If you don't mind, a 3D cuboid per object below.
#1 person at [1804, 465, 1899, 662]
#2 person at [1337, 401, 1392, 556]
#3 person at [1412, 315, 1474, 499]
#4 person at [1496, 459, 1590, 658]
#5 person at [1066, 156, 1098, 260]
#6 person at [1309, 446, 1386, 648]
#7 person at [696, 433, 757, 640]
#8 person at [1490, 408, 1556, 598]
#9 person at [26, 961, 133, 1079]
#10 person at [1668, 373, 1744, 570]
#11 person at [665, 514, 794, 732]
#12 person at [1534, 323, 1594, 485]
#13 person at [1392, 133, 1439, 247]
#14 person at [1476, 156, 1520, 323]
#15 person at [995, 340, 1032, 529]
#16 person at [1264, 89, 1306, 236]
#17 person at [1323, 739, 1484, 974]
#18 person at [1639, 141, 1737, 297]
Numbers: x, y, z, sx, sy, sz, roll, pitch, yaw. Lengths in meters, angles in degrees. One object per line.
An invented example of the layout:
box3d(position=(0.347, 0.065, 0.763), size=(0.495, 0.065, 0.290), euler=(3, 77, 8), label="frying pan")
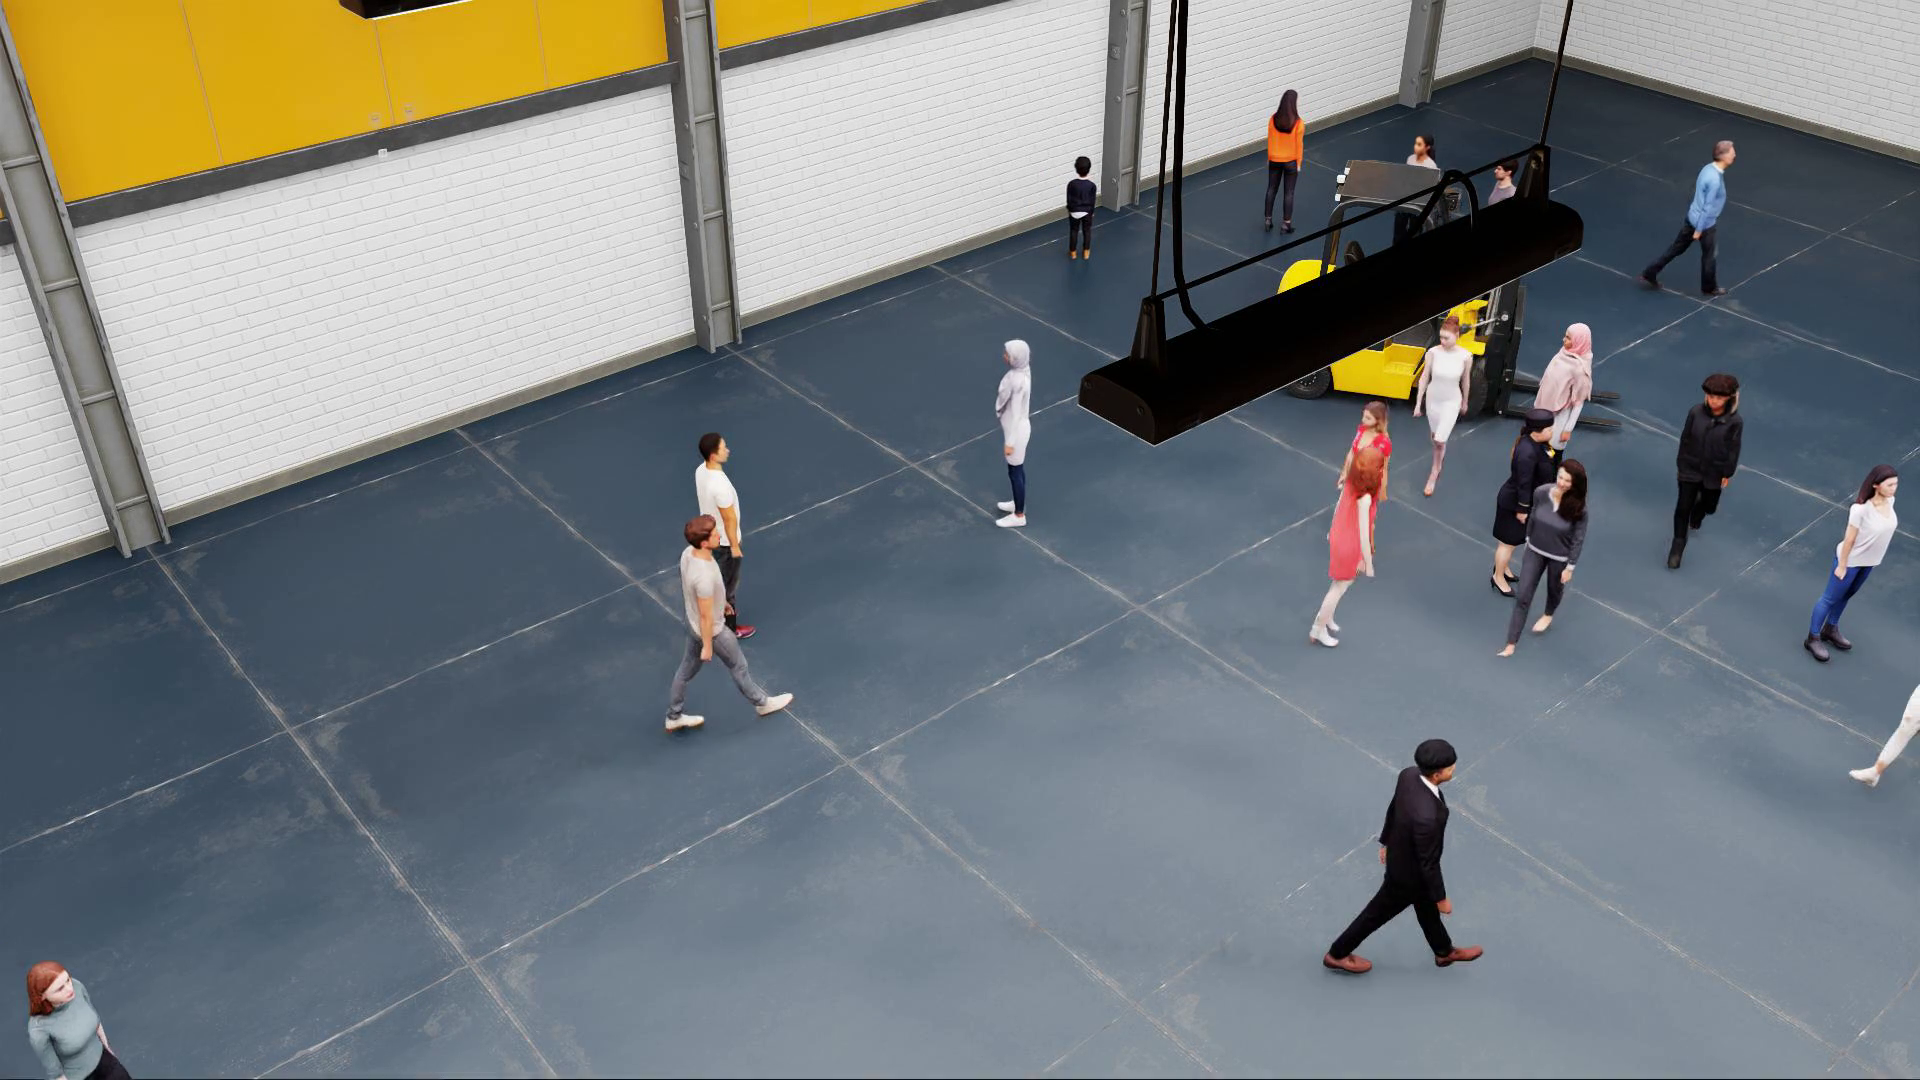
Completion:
box3d(position=(6.922, 0.159, 12.874), size=(0.507, 1.685, 0.693), euler=(-18, 38, -25), label="person")
box3d(position=(3.493, -0.482, 13.936), size=(0.779, 1.576, 0.699), euler=(-8, 34, -12), label="person")
box3d(position=(4.370, -1.241, 14.913), size=(0.744, 1.759, 0.907), euler=(13, 36, 19), label="person")
box3d(position=(4.627, 0.086, 12.961), size=(0.813, 1.710, 1.187), euler=(22, 40, 30), label="person")
box3d(position=(1.408, -3.861, 19.342), size=(0.574, 1.219, 0.640), euler=(2, 34, 2), label="person")
box3d(position=(2.906, 0.069, 12.902), size=(0.842, 1.805, 0.803), euler=(0, 34, -1), label="person")
box3d(position=(-1.891, -0.038, 13.065), size=(0.571, 1.801, 0.666), euler=(-20, 38, -27), label="person")
box3d(position=(4.588, -0.320, 13.607), size=(0.847, 1.671, 0.715), euler=(16, 37, 22), label="person")
box3d(position=(-4.703, 2.842, 8.805), size=(0.978, 1.721, 0.968), euler=(8, 34, 12), label="person")
box3d(position=(6.267, -0.634, 14.007), size=(0.911, 1.751, 1.122), euler=(14, 36, 20), label="person")
box3d(position=(-1.909, 0.646, 11.998), size=(1.258, 1.843, 0.872), euler=(-14, 36, -20), label="person")
box3d(position=(5.275, -1.085, 14.638), size=(0.767, 1.803, 0.734), euler=(-3, 34, -4), label="person")
box3d(position=(5.155, -3.731, 18.688), size=(1.064, 1.727, 0.698), euler=(-19, 38, -26), label="person")
box3d(position=(5.745, -3.218, 17.807), size=(0.755, 1.847, 0.731), euler=(-1, 34, -1), label="person")
box3d(position=(0.496, -0.936, 14.439), size=(0.743, 1.776, 0.694), euler=(3, 34, 4), label="person")
box3d(position=(3.860, -4.507, 19.835), size=(0.669, 1.749, 0.628), euler=(23, 40, 30), label="person")
box3d(position=(2.603, 1.977, 10.013), size=(1.265, 1.824, 1.239), euler=(4, 34, 7), label="person")
box3d(position=(8.086, -3.536, 18.348), size=(1.228, 1.779, 1.197), euler=(4, 34, 6), label="person")
